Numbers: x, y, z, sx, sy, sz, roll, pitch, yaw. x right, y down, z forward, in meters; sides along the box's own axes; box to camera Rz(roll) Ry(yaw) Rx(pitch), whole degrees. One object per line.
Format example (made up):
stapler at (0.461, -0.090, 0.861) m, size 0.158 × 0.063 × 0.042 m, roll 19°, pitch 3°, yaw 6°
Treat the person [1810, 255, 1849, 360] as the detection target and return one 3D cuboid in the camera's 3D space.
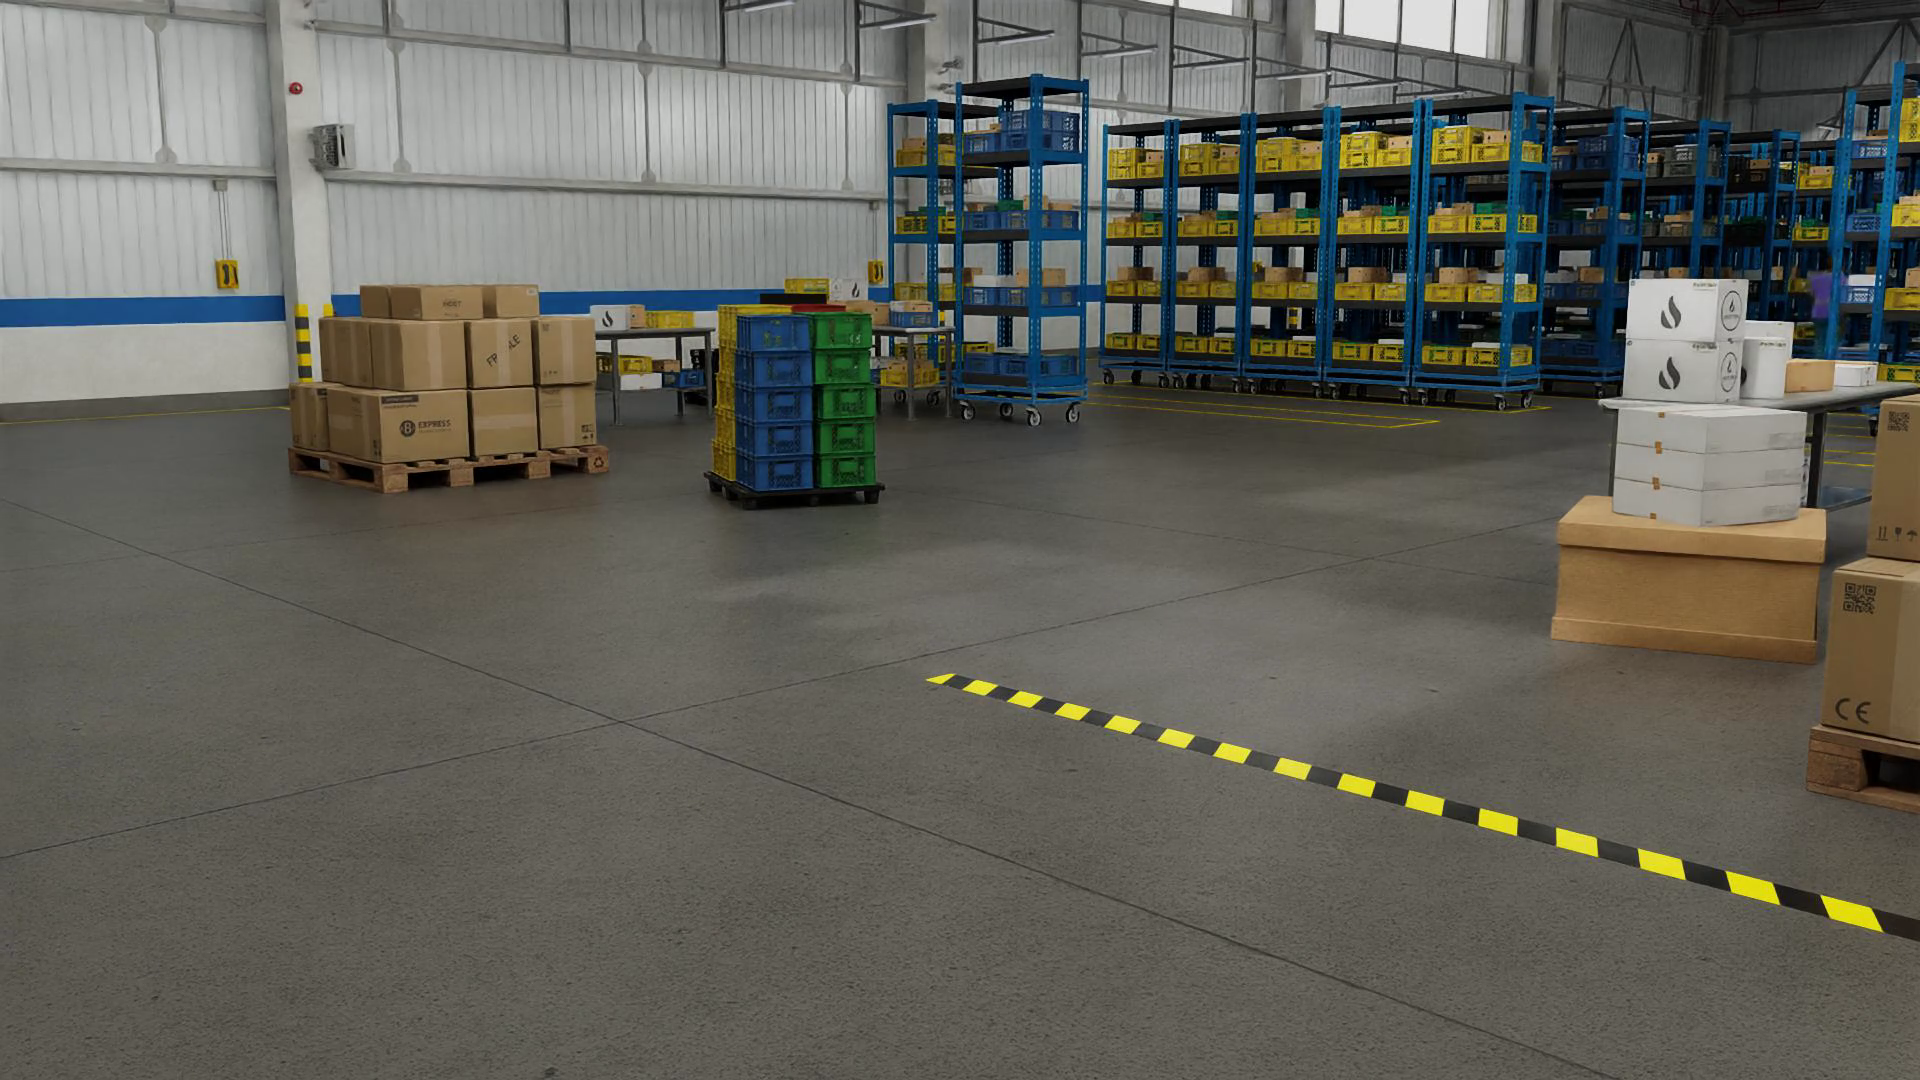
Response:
person at (12.250, -3.096, 23.426) m, size 0.585 × 1.816 × 0.555 m, roll -9°, pitch 13°, yaw -44°
